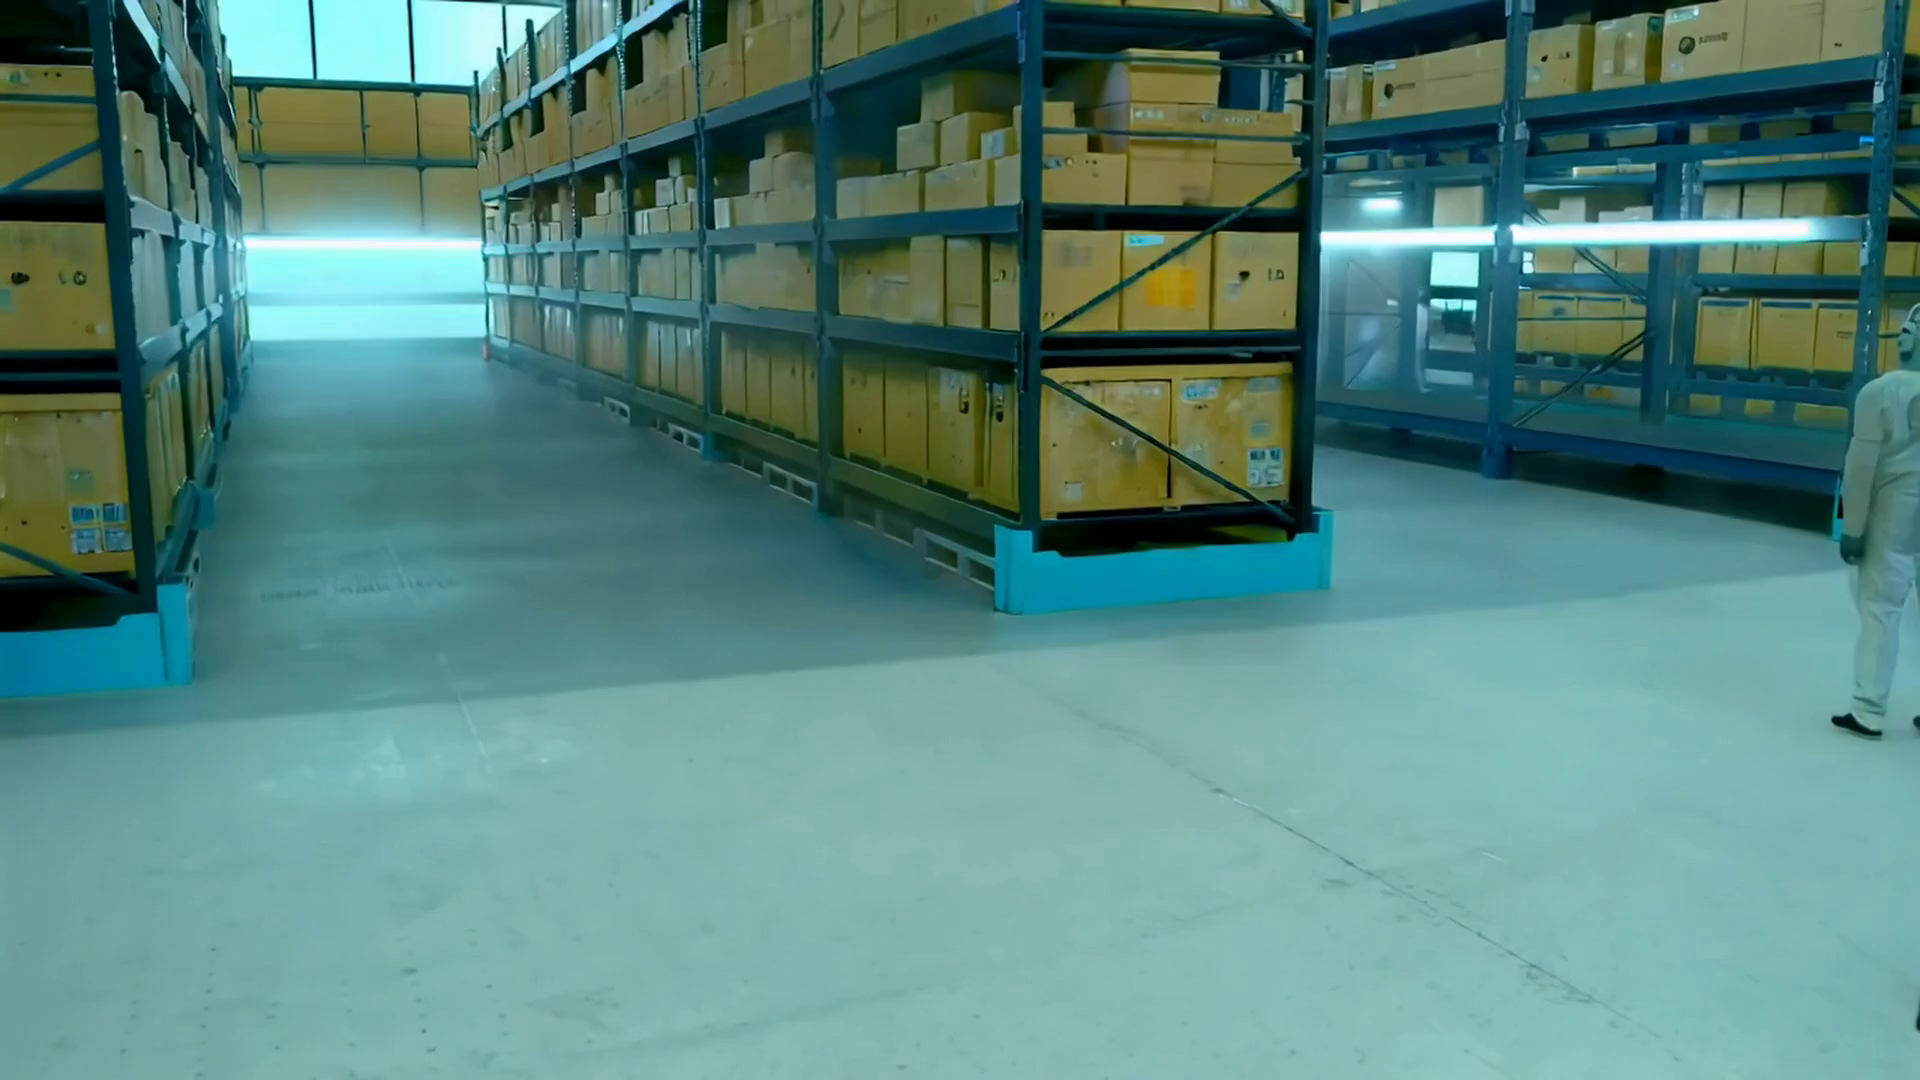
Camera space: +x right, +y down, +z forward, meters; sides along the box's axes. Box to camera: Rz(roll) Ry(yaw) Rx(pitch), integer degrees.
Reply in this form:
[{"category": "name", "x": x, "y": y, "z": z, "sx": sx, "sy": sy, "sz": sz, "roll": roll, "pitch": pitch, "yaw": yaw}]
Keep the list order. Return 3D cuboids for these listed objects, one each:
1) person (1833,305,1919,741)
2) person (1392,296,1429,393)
[{"category": "person", "x": 4.145, "y": -0.069, "z": 7.230, "sx": 0.642, "sy": 1.898, "sz": 0.397, "roll": 0, "pitch": 9, "yaw": 2}, {"category": "person", "x": 6.284, "y": -2.685, "z": 23.234, "sx": 0.611, "sy": 1.785, "sz": 0.943, "roll": -4, "pitch": 10, "yaw": -20}]
